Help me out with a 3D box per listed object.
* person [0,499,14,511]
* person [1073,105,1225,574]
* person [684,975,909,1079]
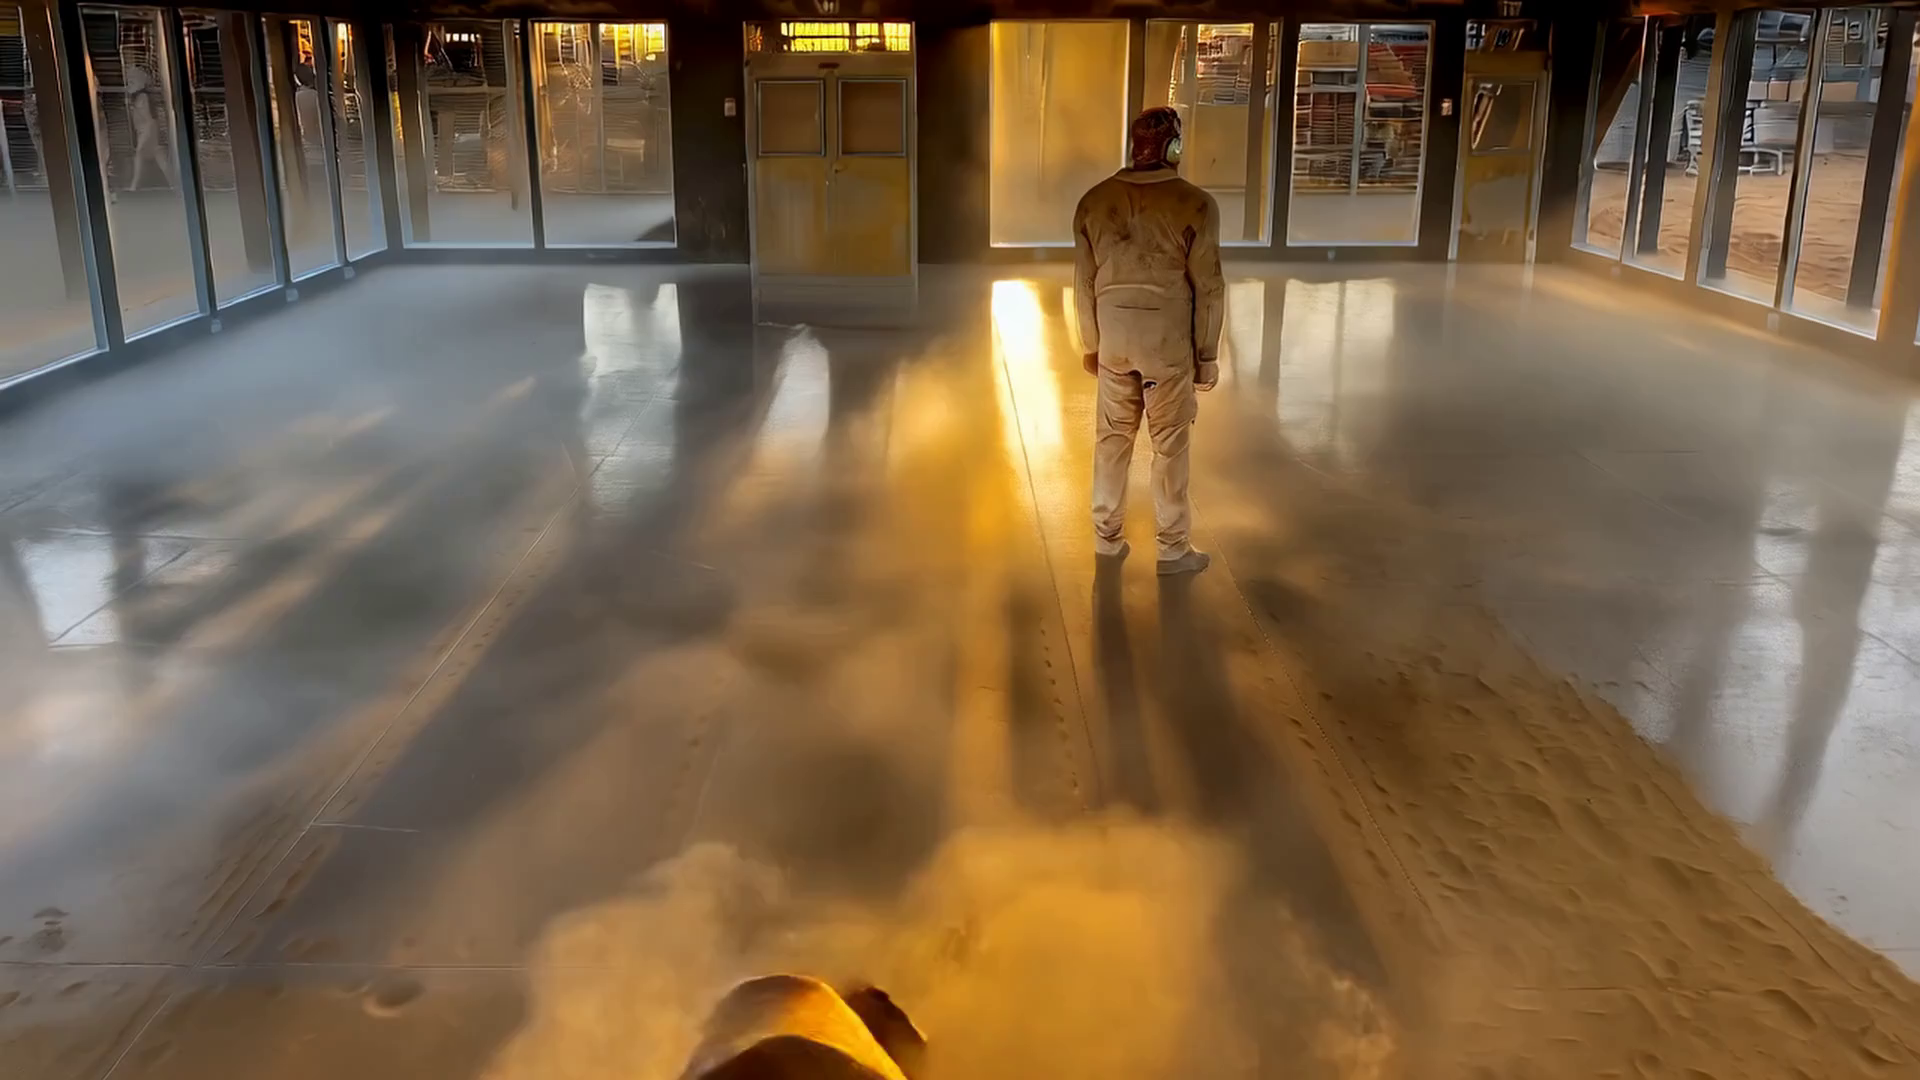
[{"bbox_3d":[-4.725,-0.918,7.735,0.520,1.616,0.427,3,17,9],"label":"person"},{"bbox_3d":[0.789,-0.806,6.849,0.645,1.908,0.408,10,19,30],"label":"person"},{"bbox_3d":[-0.080,0.922,1.092,0.754,1.839,0.545,-1,16,-3],"label":"person"}]
